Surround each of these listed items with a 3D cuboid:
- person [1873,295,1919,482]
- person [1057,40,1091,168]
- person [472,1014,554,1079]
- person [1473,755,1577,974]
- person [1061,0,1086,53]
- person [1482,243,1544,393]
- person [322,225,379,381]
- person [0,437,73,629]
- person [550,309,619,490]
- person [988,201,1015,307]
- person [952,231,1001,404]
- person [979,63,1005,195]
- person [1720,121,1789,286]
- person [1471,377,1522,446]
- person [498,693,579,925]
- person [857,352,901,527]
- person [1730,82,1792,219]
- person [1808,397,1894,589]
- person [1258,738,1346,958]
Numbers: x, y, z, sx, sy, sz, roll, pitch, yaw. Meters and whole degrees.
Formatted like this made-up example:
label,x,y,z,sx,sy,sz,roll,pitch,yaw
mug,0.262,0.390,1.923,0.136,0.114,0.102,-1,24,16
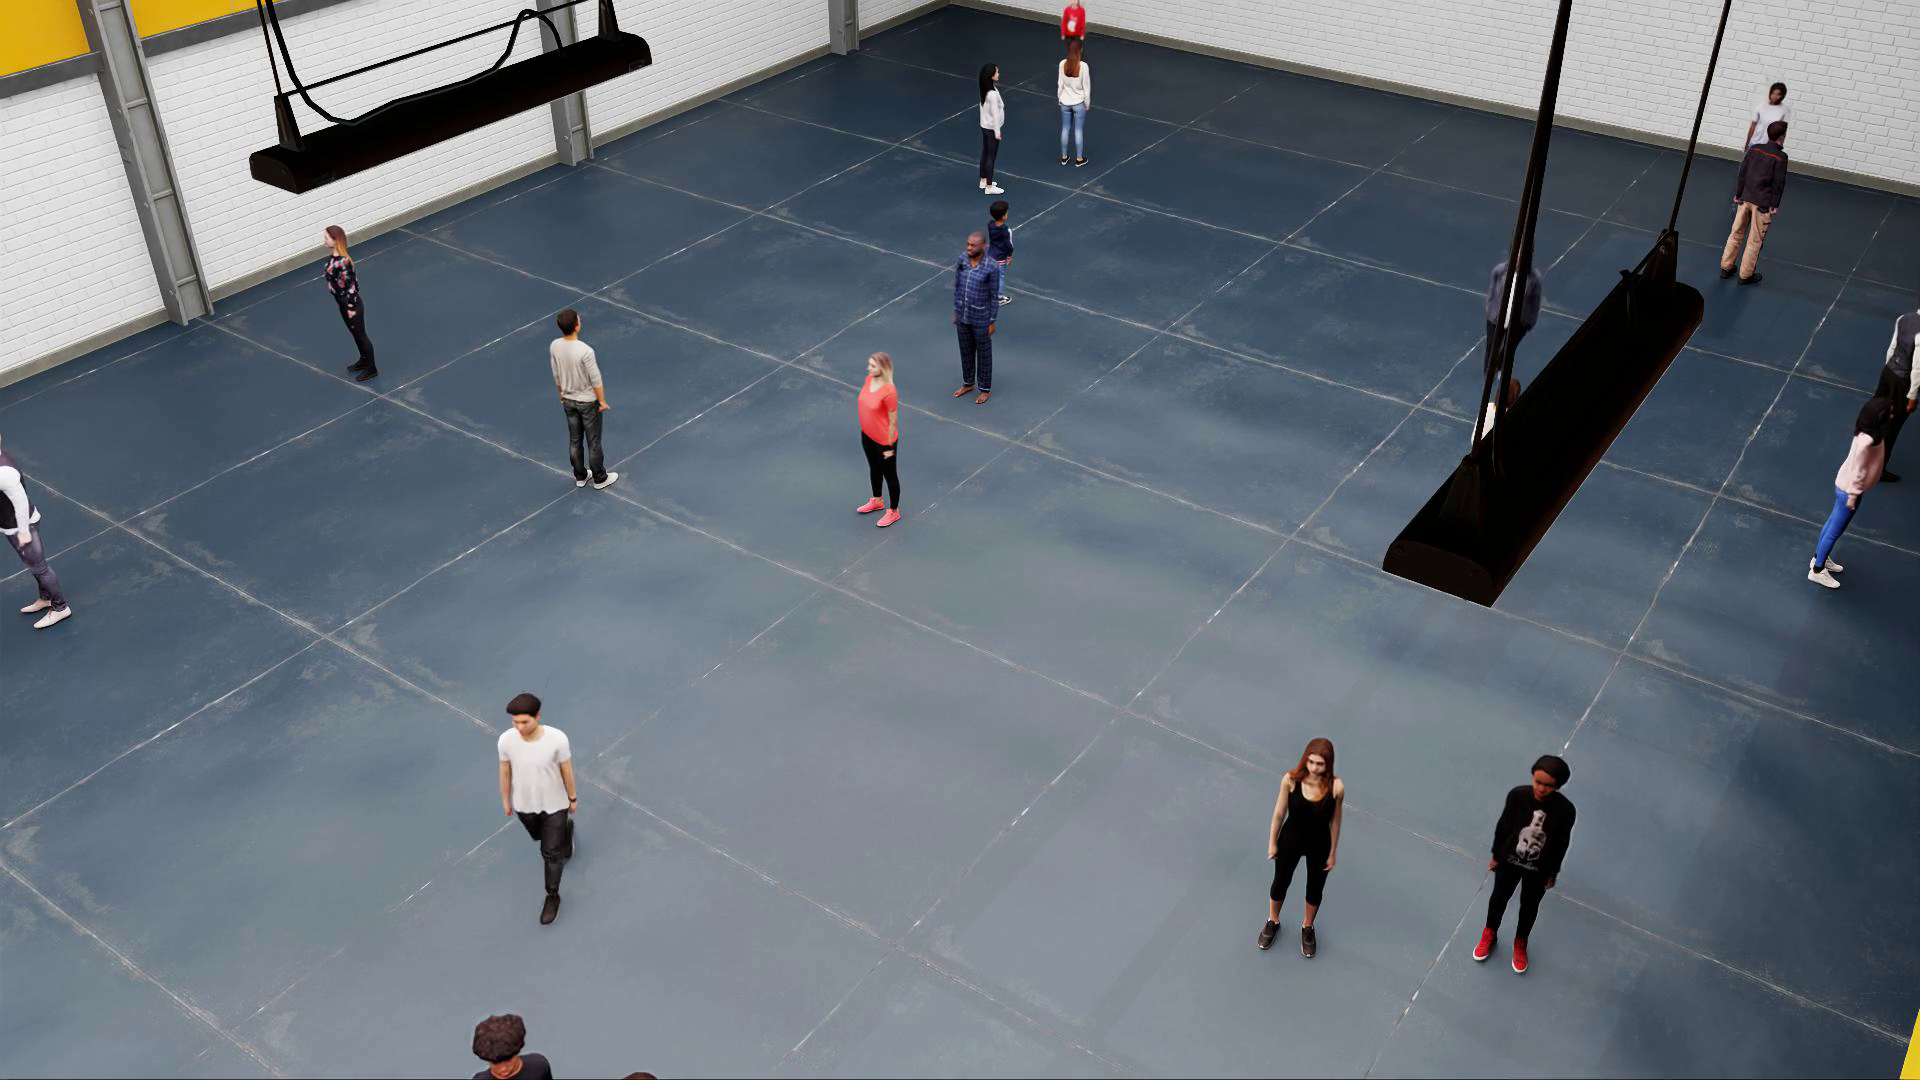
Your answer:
label,x,y,z,sx,sy,sz,roll,pitch,yaw
person,8.823,-1.477,15.603,0.839,1.918,0.739,-1,34,-1
person,1.536,-5.903,22.467,0.637,1.691,0.583,17,37,23
person,-2.306,3.145,8.759,0.643,1.796,0.758,-15,36,-21
person,3.593,2.026,10.552,0.631,1.675,0.598,14,36,20
person,1.759,-7.841,25.778,0.760,1.253,0.985,5,34,8
person,5.691,-2.326,17.198,0.852,1.566,1.063,10,35,14
person,-6.362,-2.486,17.333,0.624,1.683,0.646,-20,38,-27
person,-7.732,-0.125,13.653,0.669,1.823,0.743,-26,42,-34
person,-3.525,-1.304,15.439,0.707,1.812,0.632,12,36,18
person,0.437,-3.279,18.942,0.532,1.222,0.553,-26,41,-33
person,0.159,-2.284,16.901,0.666,1.824,0.607,19,38,27
person,0.392,-5.371,21.658,0.745,1.700,0.713,-11,35,-15
person,9.234,-3.924,19.279,0.722,1.924,0.777,-22,39,-29
person,4.682,-0.674,14.608,0.617,1.681,0.525,22,39,29
person,-2.765,1.670,11.070,0.970,1.695,1.165,3,34,5
person,-0.710,-0.929,14.981,0.633,1.693,0.655,-22,40,-30
person,10.181,-4.961,21.042,0.638,1.699,0.901,16,37,23
person,7.590,-0.438,14.174,0.720,1.769,0.504,18,37,24
person,2.212,1.942,10.633,0.643,1.725,0.615,9,35,13
